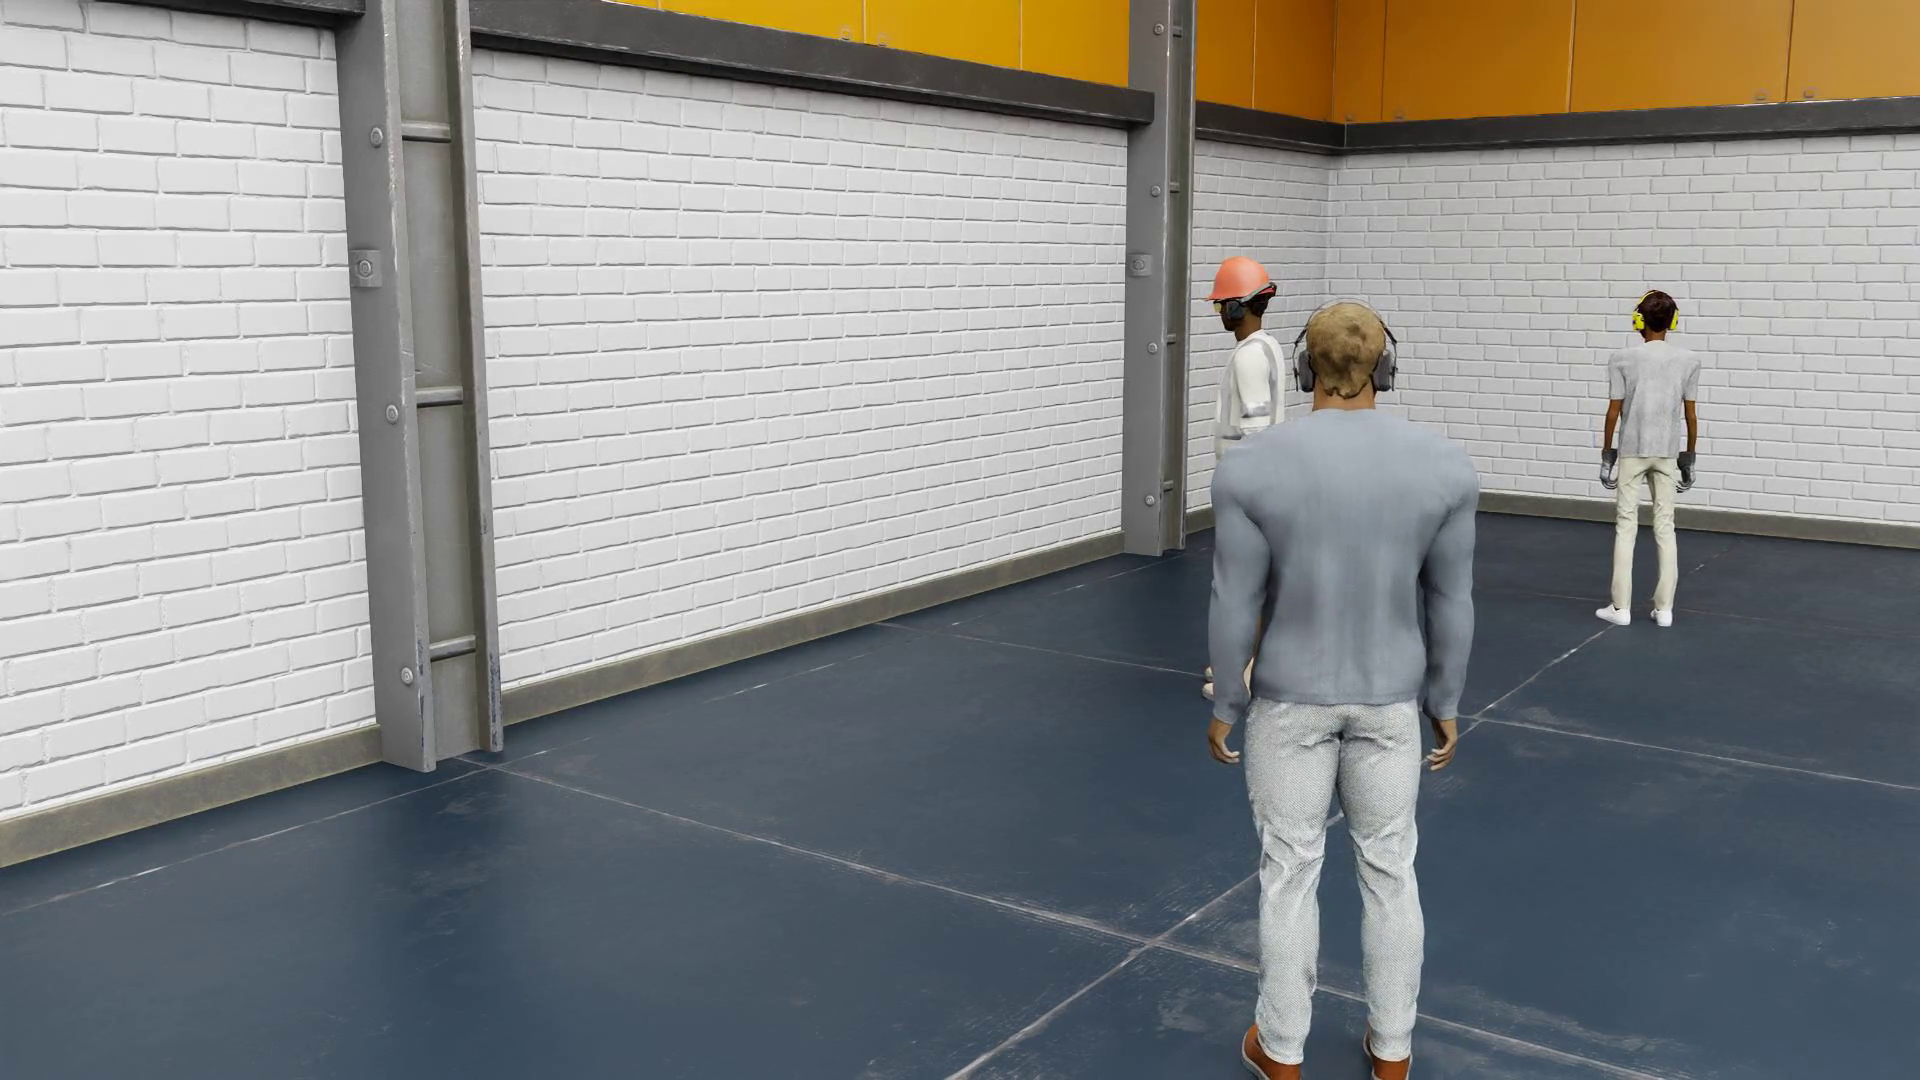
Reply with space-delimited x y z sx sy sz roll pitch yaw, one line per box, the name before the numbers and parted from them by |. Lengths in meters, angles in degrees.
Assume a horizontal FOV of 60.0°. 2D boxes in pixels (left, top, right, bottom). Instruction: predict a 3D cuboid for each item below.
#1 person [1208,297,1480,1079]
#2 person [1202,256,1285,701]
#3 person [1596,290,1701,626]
person | 0.906 0.393 4.007 0.634 1.936 0.351 0 10 1
person | 1.300 -0.270 7.653 0.394 2.040 0.609 2 10 14
person | 3.837 -0.449 9.252 0.509 1.864 0.331 1 10 7
